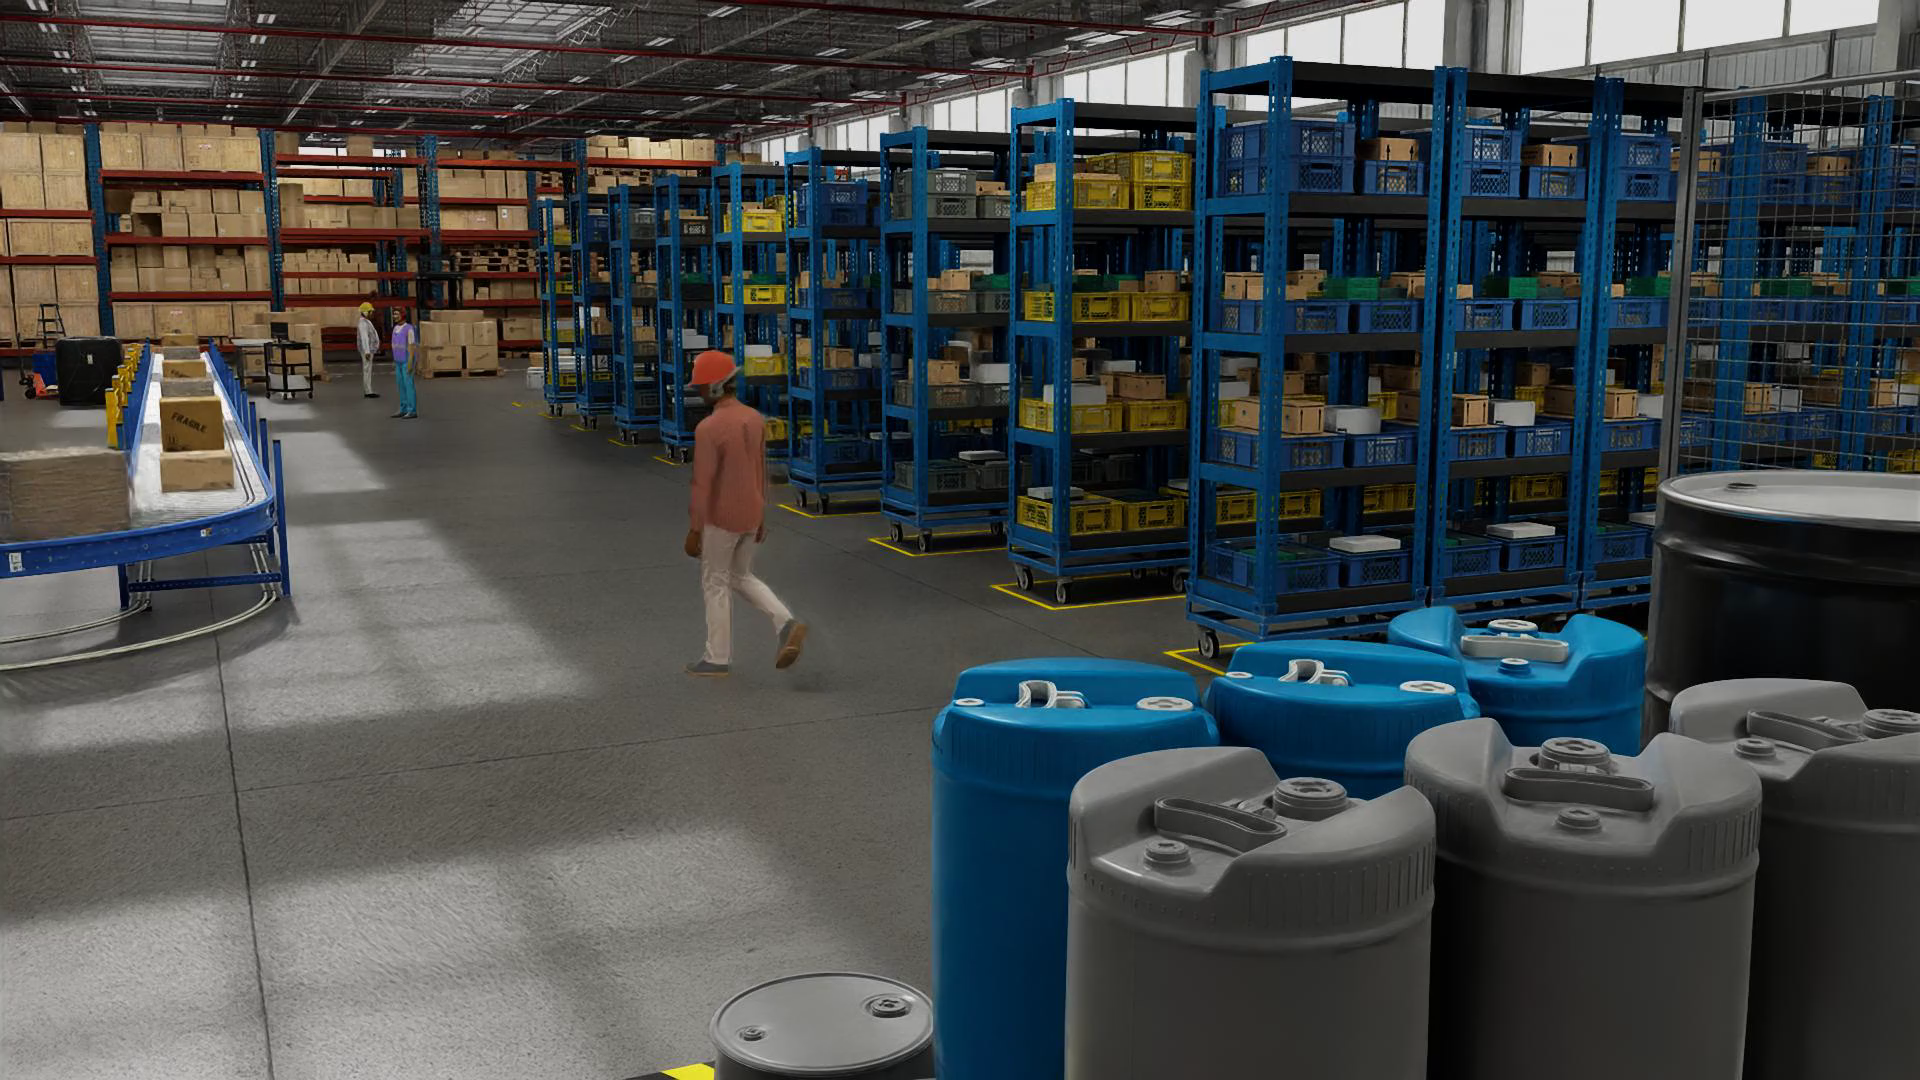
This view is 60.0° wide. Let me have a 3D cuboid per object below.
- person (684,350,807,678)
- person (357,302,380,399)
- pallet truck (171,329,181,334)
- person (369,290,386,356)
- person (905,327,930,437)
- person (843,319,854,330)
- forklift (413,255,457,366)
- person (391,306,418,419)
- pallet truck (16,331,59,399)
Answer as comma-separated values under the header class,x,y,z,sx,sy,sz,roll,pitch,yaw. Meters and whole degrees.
class,x,y,z,sx,sy,sz,roll,pitch,yaw
person,-1.306,-0.131,9.739,0.735,1.966,0.640,4,10,25
person,-11.281,-3.612,31.726,0.403,1.837,0.588,-3,10,-16
pallet truck,-17.275,-3.851,35.096,1.601,1.201,0.680,0,9,1
person,-16.763,-6.217,47.694,0.405,1.902,0.636,4,10,22
person,-0.415,-1.851,20.974,0.942,1.787,0.617,-5,11,-30
person,-2.686,-4.636,37.862,0.651,1.907,0.409,-8,12,-41
forklift,-12.731,-5.556,40.560,1.129,2.768,1.873,-4,10,-25
person,-9.153,-2.920,27.400,0.566,1.846,0.389,8,12,42
pallet truck,-17.082,-3.353,31.781,1.630,1.274,0.653,-4,10,-25
